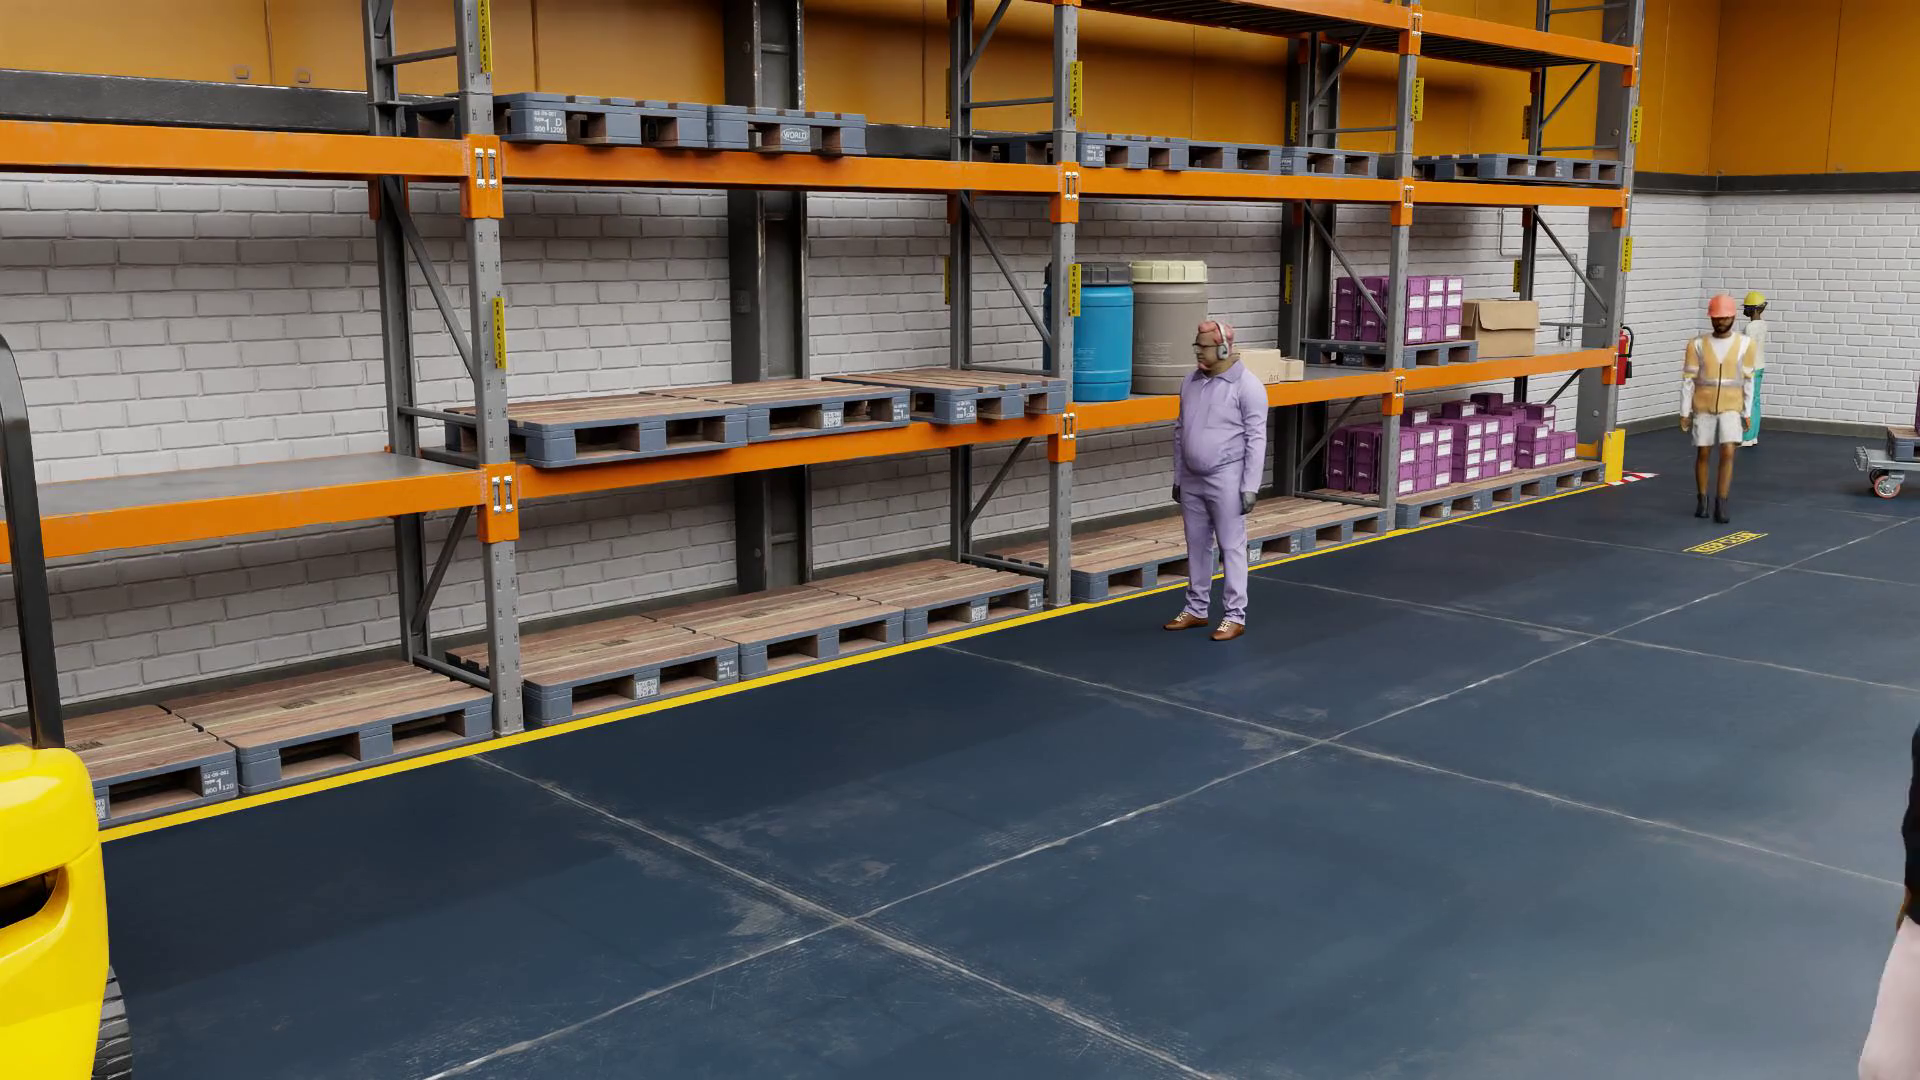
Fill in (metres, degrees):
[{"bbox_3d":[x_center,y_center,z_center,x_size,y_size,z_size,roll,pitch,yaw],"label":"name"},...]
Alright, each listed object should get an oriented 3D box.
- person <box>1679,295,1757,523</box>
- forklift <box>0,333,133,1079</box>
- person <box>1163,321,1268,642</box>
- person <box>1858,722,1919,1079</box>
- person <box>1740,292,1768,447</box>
[{"bbox_3d":[6.338,-1.089,13.951,0.568,1.903,0.852,5,11,24],"label":"person"},{"bbox_3d":[-3.289,0.485,4.582,1.214,2.155,2.313,-10,14,-44],"label":"forklift"},{"bbox_3d":[1.506,-0.353,9.943,0.403,1.904,0.652,-9,14,-39],"label":"person"},{"bbox_3d":[2.205,0.796,3.445,0.557,1.979,0.624,-2,11,-10],"label":"person"},{"bbox_3d":[8.998,-1.938,18.962,0.314,1.769,0.525,9,13,39],"label":"person"}]
